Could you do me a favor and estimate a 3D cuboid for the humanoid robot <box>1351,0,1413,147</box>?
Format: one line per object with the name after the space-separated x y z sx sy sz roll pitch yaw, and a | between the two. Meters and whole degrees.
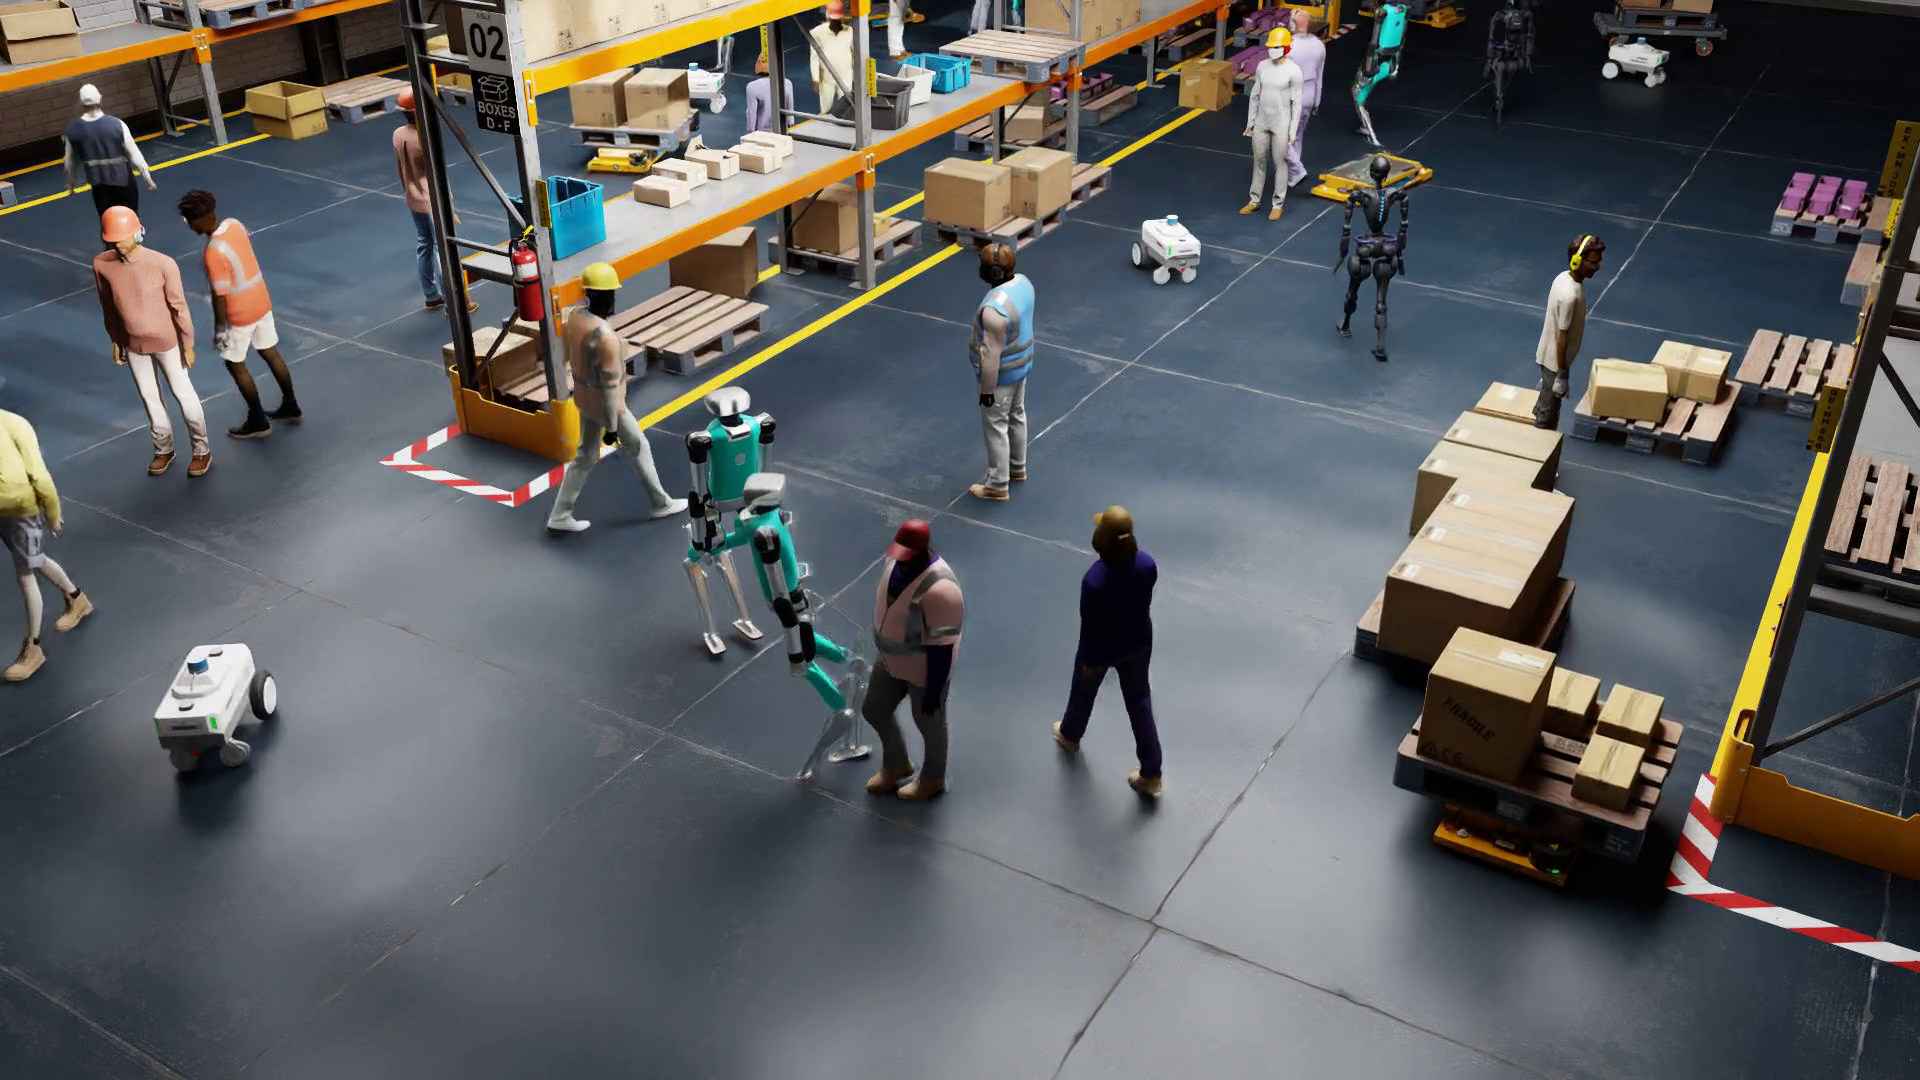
4.718 -5.437 19.084 0.535 1.787 0.816 -18 34 -29 | humanoid robot

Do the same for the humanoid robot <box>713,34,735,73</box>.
-3.214 -6.998 21.905 0.537 1.854 0.764 17 33 27 | humanoid robot

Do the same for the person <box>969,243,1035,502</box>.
0.272 -1.149 11.391 0.429 1.836 0.632 13 32 21 | person

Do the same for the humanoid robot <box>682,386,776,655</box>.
-1.405 -0.158 9.644 0.530 1.711 0.729 -19 35 -30 | humanoid robot

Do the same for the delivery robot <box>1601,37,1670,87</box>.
8.833 -6.258 21.704 0.769 0.577 0.499 25 38 37 | delivery robot

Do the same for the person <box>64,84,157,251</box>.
-7.833 -3.310 15.315 0.753 1.730 0.774 -8 31 -15 | person

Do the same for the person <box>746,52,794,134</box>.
-1.917 -4.137 16.880 0.505 1.626 0.291 -15 33 -25 | person

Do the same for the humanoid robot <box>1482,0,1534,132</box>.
6.456 -5.705 19.668 0.583 1.650 0.764 -4 30 -7 | humanoid robot

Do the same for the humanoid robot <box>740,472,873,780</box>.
-0.704 0.463 8.635 0.755 1.782 0.551 -3 30 -6 | humanoid robot

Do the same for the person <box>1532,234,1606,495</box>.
4.131 -1.201 11.449 0.331 1.864 0.516 8 30 13 | person

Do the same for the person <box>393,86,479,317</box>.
-4.559 -2.906 14.330 0.610 1.997 0.376 21 36 33 | person

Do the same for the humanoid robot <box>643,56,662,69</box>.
-3.894 -6.521 21.003 0.611 1.789 0.839 -11 31 -19 | humanoid robot

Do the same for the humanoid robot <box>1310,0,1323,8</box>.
5.419 -8.620 24.789 0.692 1.883 0.544 14 32 24 | humanoid robot

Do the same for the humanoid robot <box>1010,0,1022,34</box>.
0.930 -7.671 23.060 0.531 1.826 0.737 -5 30 -8 | humanoid robot

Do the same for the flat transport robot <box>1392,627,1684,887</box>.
3.028 1.248 8.735 0.659 0.231 1.431 17 34 27 | flat transport robot

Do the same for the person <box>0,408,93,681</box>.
-5.514 -0.162 9.631 0.490 1.855 0.846 8 30 13 | person

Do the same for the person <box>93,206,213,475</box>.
-5.669 -1.387 11.656 0.610 1.986 0.403 2 30 3 | person

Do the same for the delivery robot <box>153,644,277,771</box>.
-4.098 0.880 9.111 0.514 0.612 0.783 -2 30 -4 | delivery robot

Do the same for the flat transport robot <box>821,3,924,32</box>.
-1.291 -7.727 24.611 1.431 0.231 0.659 -21 36 -33 | flat transport robot

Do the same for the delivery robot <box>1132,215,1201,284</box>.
1.935 -2.728 15.493 0.525 0.611 0.782 -8 30 -14 | delivery robot

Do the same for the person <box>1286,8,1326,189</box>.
3.522 -4.577 17.397 0.659 1.884 0.520 -20 35 -31 | person

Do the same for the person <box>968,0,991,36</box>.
0.341 -7.935 23.287 0.509 1.932 0.469 24 37 36 | person

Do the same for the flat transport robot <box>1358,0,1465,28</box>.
6.775 -7.917 24.946 1.431 0.231 0.659 23 37 34 | flat transport robot

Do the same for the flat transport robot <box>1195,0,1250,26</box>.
3.728 -7.987 25.071 0.659 0.231 1.431 21 36 33 | flat transport robot

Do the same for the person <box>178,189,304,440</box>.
-5.261 -1.681 12.233 0.406 1.928 0.656 3 30 5 | person

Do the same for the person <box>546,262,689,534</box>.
-2.361 -0.914 10.942 0.964 1.867 0.574 -23 37 -35 | person

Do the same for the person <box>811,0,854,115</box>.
-1.385 -5.198 18.650 0.569 1.732 0.514 -3 30 -6 | person

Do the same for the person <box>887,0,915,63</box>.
-0.816 -7.446 22.420 0.355 1.936 0.634 7 30 12 | person

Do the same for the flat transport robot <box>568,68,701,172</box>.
-3.654 -4.461 18.833 0.659 0.231 1.431 5 30 8 | flat transport robot

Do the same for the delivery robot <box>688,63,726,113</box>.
-3.272 -5.581 20.493 0.746 0.565 0.499 1 30 3 | delivery robot

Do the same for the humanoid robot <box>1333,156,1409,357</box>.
3.408 -2.367 13.742 0.590 1.623 0.787 -2 30 -4 | humanoid robot

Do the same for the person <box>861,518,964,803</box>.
-0.267 0.632 8.339 0.537 1.729 0.646 -19 35 -30 | person

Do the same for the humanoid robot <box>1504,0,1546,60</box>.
7.731 -7.391 22.597 0.587 1.648 0.377 -6 30 -10 | humanoid robot

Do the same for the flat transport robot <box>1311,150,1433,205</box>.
4.418 -3.867 17.783 0.659 0.231 1.431 24 37 36 | flat transport robot

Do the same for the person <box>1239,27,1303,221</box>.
3.133 -4.168 16.665 0.567 1.896 0.359 20 35 31 | person

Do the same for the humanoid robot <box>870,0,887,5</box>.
-1.295 -8.976 25.419 0.616 1.634 0.760 1 30 2 | humanoid robot

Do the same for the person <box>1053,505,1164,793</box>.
0.829 0.553 8.628 0.459 1.585 0.827 -14 32 -23 | person
